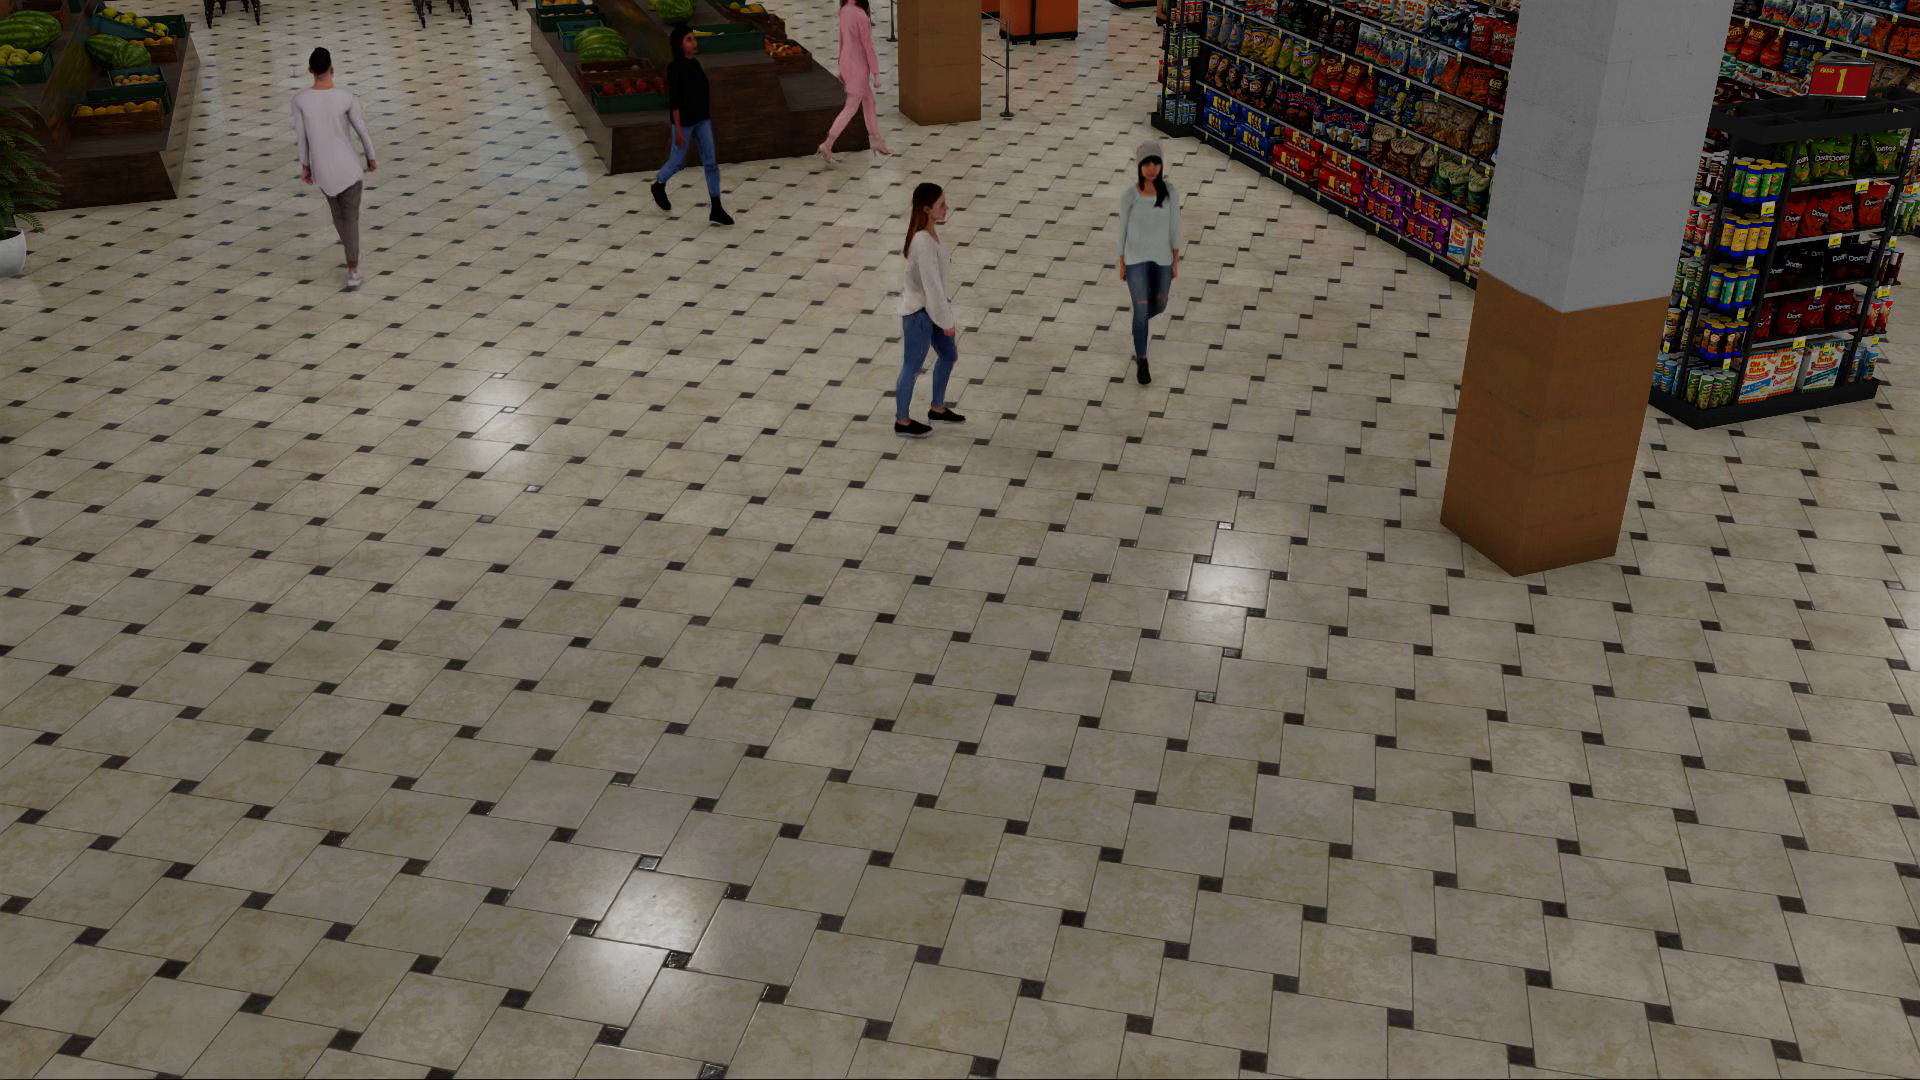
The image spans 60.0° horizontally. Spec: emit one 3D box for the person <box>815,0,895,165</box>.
[{"bbox_3d":[-1.073,-4.438,15.884,0.847,1.762,1.108,-16,33,-27],"label":"person"}]

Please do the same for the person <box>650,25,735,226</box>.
[{"bbox_3d":[-2.406,-3.567,14.396,1.196,1.658,0.978,21,35,33],"label":"person"}]

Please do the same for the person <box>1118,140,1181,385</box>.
[{"bbox_3d":[1.283,-1.946,11.457,0.718,1.630,1.015,-3,29,-5],"label":"person"}]

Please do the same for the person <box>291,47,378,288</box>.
[{"bbox_3d":[-4.867,-2.861,12.957,0.864,1.799,1.139,-3,29,-6],"label":"person"}]

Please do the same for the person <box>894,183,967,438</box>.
[{"bbox_3d":[-0.318,-1.414,10.435,0.835,1.675,0.759,1,29,2],"label":"person"}]
